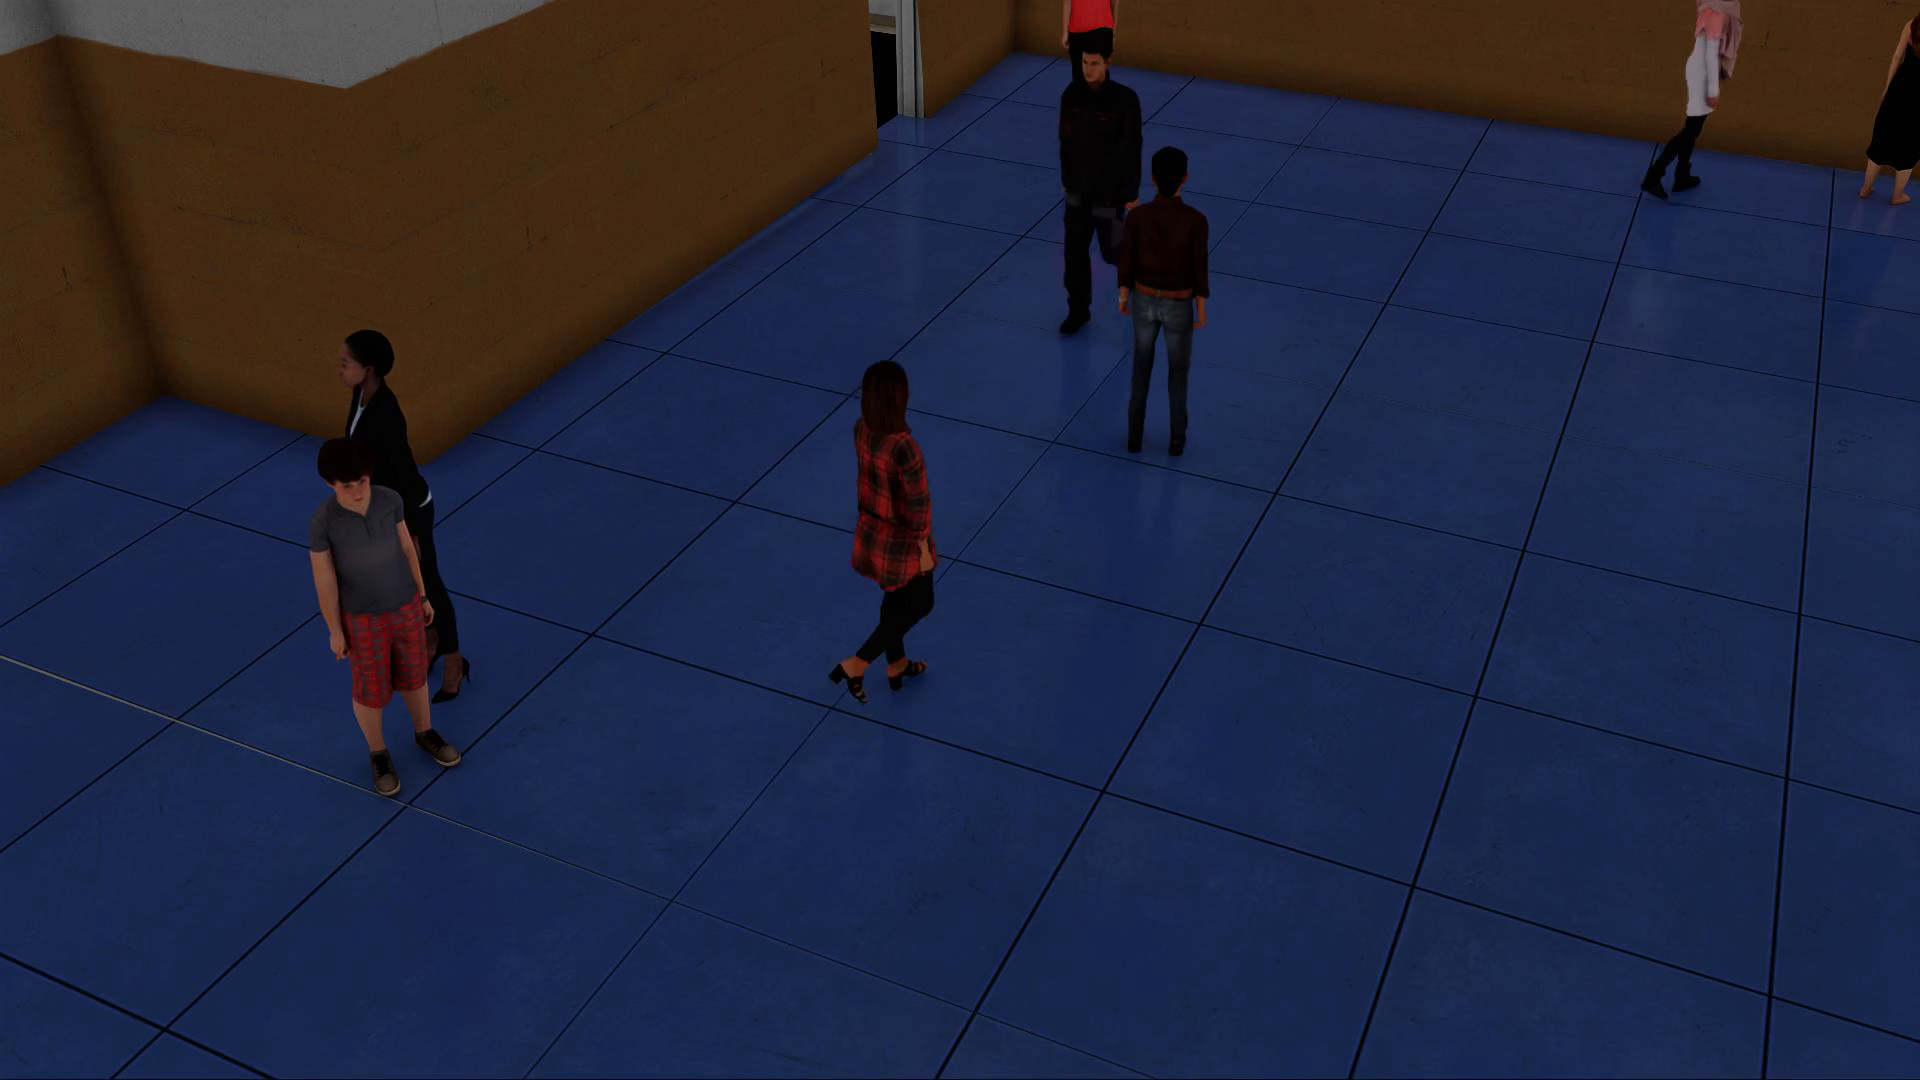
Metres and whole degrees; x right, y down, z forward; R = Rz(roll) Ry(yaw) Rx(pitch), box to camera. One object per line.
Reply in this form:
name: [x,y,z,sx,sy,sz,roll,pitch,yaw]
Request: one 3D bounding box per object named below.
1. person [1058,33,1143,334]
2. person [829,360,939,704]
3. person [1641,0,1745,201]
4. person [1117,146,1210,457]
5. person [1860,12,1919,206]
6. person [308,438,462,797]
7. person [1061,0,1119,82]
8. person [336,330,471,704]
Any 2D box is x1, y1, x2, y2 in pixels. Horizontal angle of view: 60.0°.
person: [0.918,-2.279,10.494,1.053,1.912,0.865,20,39,27]
person: [-0.345,0.027,7.231,0.880,1.687,0.875,-24,40,-31]
person: [5.524,-3.435,12.343,0.769,1.788,0.801,1,34,1]
person: [1.094,-1.269,9.102,0.533,1.772,0.753,10,35,14]
person: [7.032,-3.298,12.285,0.587,1.624,0.702,26,42,33]
person: [-2.398,0.288,6.862,0.666,1.648,0.649,-26,41,-33]
person: [1.051,-4.138,13.519,1.146,1.656,0.849,6,34,9]
person: [-2.435,-0.085,7.266,0.729,1.834,0.616,-22,39,-29]
